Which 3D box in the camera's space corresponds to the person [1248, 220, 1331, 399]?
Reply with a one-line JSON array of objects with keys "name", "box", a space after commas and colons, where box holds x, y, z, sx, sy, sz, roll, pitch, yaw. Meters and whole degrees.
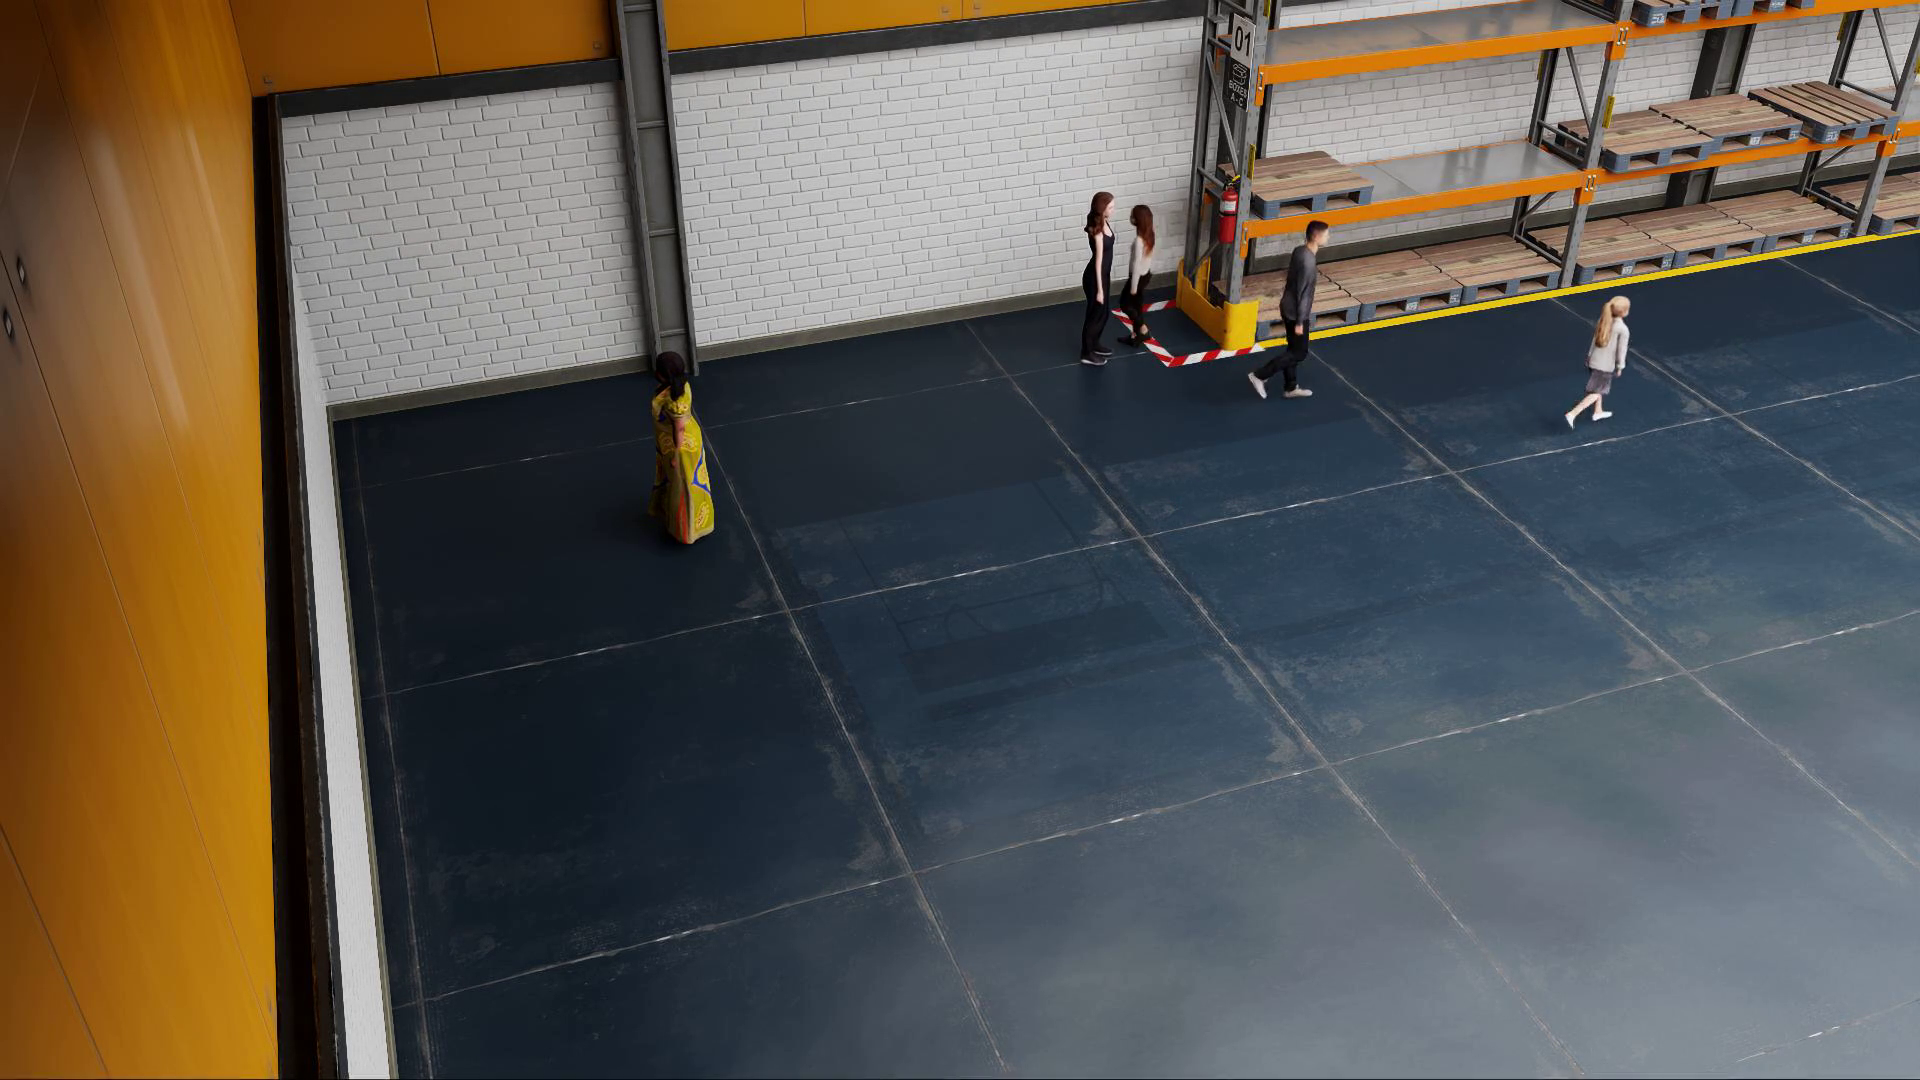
[{"name": "person", "box": [2.975, -2.071, 15.198, 0.949, 1.738, 0.769, -2, 34, -2]}]

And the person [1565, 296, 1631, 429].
[{"name": "person", "box": [5.715, -1.576, 14.889, 0.836, 1.256, 0.528, -13, 36, -18]}]

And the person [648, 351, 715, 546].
[{"name": "person", "box": [-2.247, -0.770, 13.310, 0.806, 1.661, 0.882, -7, 34, -11]}]

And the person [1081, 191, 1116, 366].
[{"name": "person", "box": [1.296, -2.502, 15.844, 0.703, 1.740, 0.680, 7, 34, 11]}]

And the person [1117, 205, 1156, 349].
[{"name": "person", "box": [1.796, -2.528, 16.123, 0.748, 1.475, 0.687, 14, 36, 20]}]
